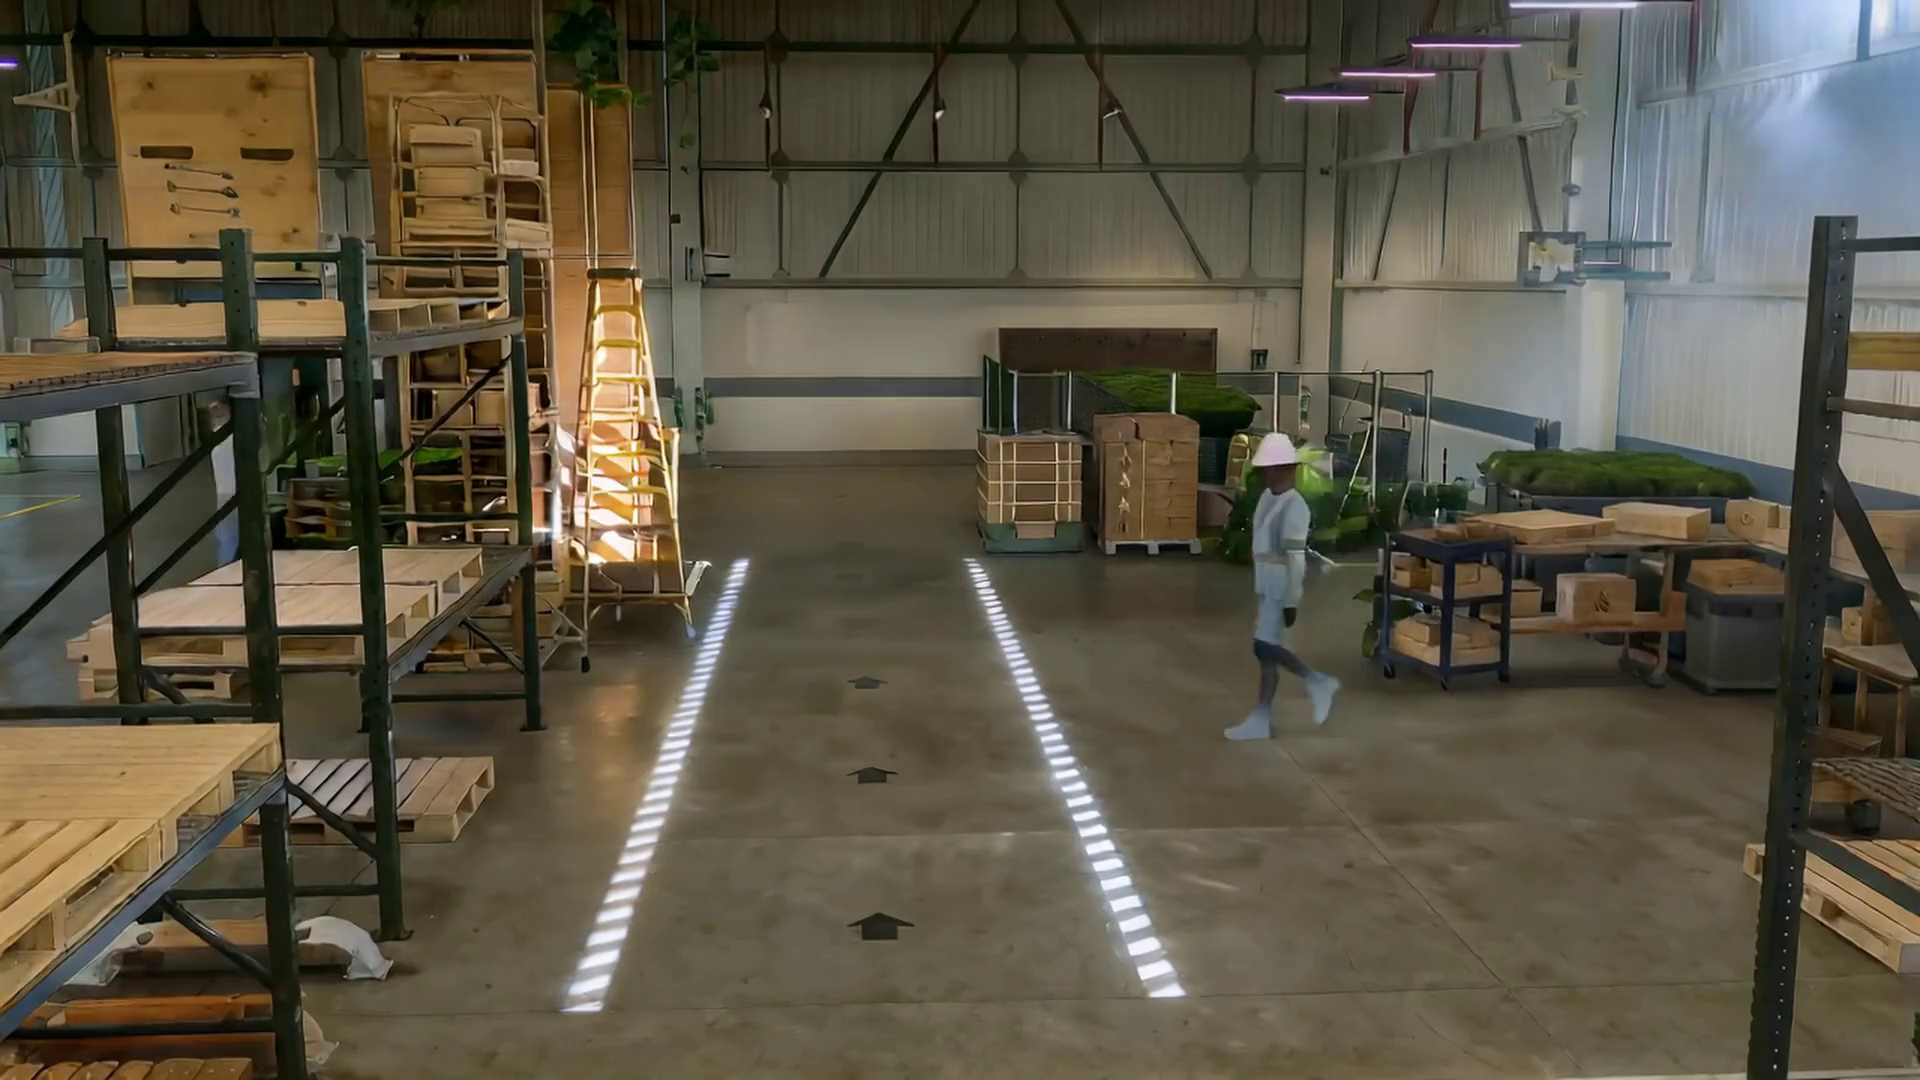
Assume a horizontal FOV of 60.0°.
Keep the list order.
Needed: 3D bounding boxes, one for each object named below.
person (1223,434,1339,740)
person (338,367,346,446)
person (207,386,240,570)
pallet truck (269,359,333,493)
[{"bbox_3d":[2.018,0.292,10.302,0.694,1.922,0.559,-2,9,-10],"label":"person"},{"bbox_3d":[-8.602,-1.699,23.757,0.546,1.616,0.596,5,10,28],"label":"person"},{"bbox_3d":[-6.427,-0.430,14.862,0.828,1.920,0.637,-5,11,-31],"label":"person"},{"bbox_3d":[-7.062,-1.131,18.996,1.885,1.965,0.823,2,9,13],"label":"pallet truck"}]
